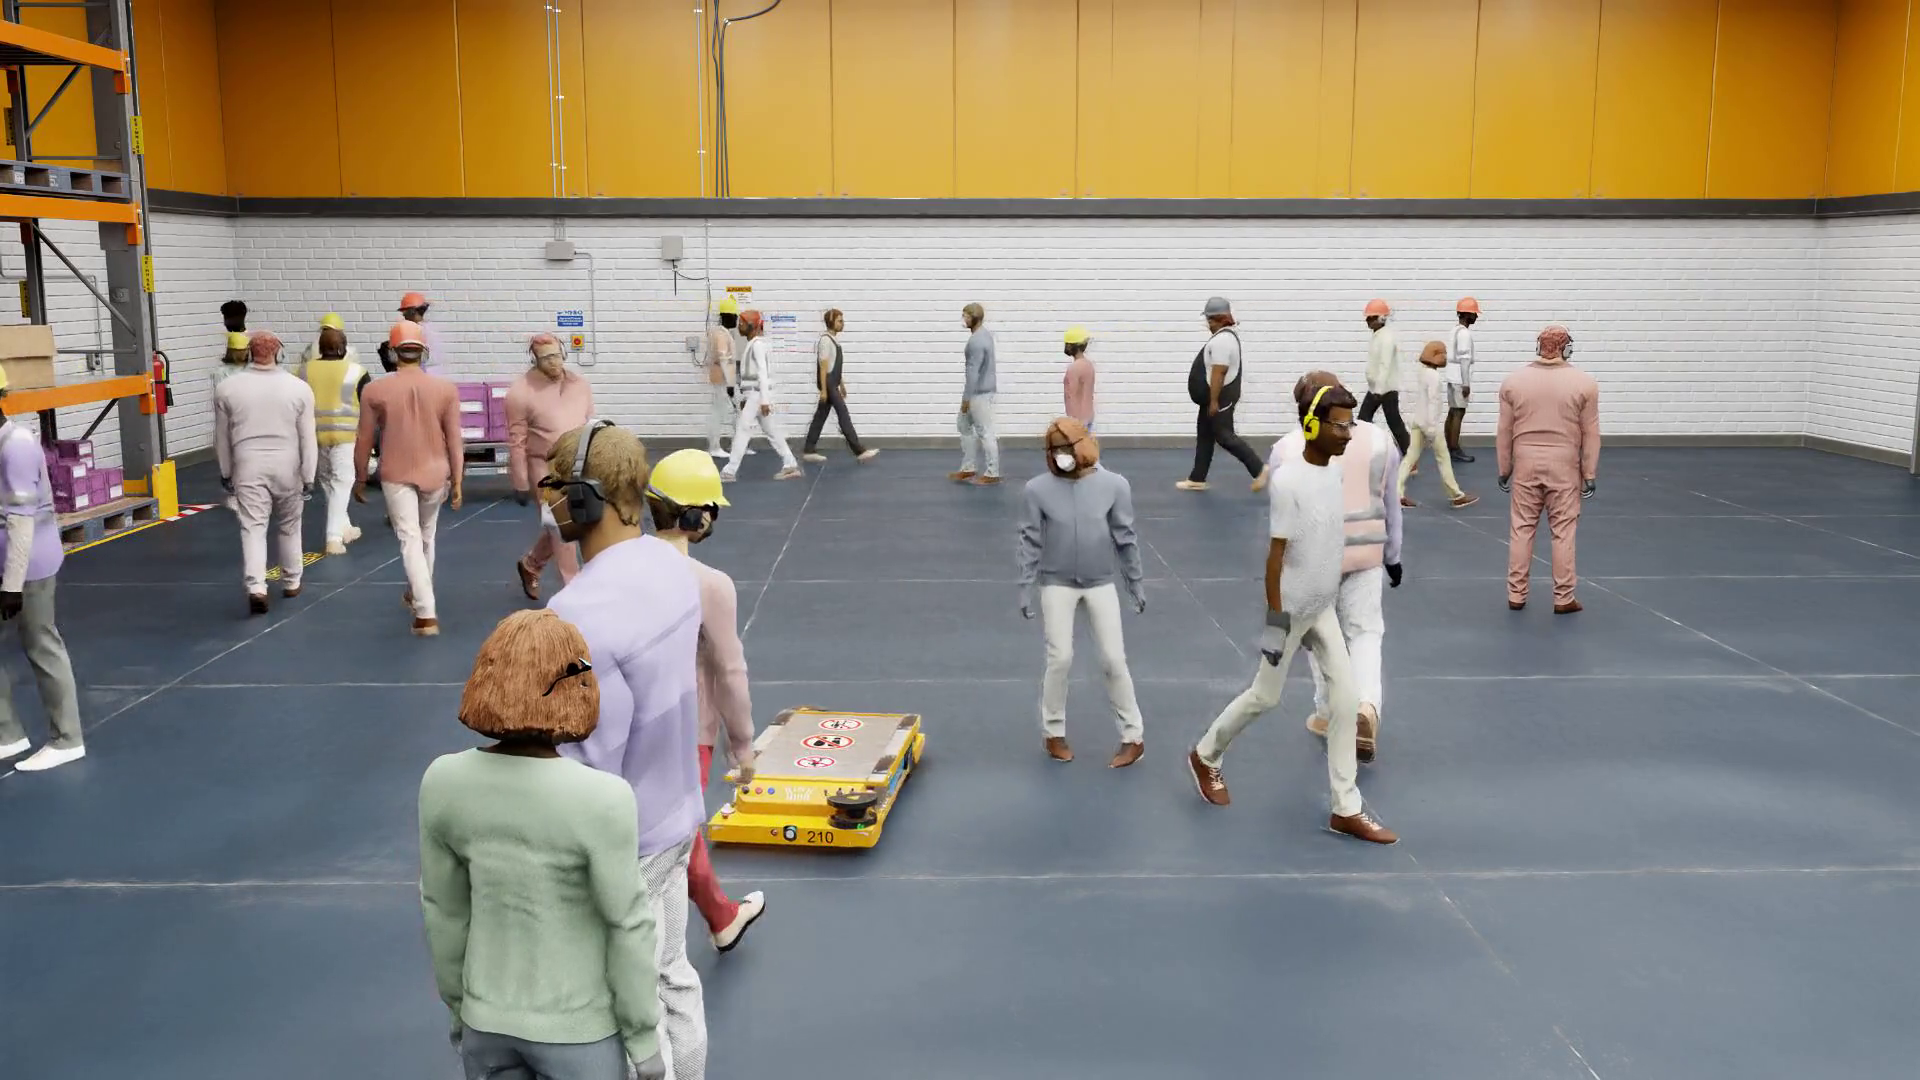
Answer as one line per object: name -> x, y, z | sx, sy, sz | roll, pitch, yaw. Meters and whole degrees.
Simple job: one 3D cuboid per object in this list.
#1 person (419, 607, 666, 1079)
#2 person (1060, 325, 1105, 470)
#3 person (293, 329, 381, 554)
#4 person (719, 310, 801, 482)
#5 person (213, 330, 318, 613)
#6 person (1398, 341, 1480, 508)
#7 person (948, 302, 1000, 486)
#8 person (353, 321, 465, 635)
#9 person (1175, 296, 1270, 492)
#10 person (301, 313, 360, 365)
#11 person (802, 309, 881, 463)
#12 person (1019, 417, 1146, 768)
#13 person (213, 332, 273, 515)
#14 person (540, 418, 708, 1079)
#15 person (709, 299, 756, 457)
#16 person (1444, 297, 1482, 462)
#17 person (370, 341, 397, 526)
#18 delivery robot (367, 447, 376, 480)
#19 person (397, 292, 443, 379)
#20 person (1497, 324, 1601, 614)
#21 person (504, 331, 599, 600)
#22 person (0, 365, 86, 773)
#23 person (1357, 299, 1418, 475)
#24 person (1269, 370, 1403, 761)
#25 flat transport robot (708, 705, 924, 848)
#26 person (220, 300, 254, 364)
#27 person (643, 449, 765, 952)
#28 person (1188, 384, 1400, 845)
person -> -0.794, 0.937, 3.209 | 0.498, 1.634, 0.279 | 4, 10, 22
person -> 1.170, -1.120, 15.485 | 0.550, 1.753, 0.528 | 4, 10, 23
person -> -5.020, -0.804, 13.421 | 0.646, 1.792, 0.969 | 0, 9, 1
person -> -2.173, -1.533, 17.768 | 0.999, 1.835, 0.600 | -2, 9, -12
person -> -4.631, -0.471, 11.125 | 0.635, 1.870, 0.960 | -4, 10, -22
person -> 4.491, -1.086, 15.729 | 0.842, 1.579, 0.519 | -1, 9, -5
person -> 0.105, -1.516, 17.373 | 0.728, 1.913, 0.655 | 1, 9, 5
person -> -3.466, -0.401, 10.482 | 0.623, 1.944, 1.019 | -6, 11, -33
person -> 2.706, -1.492, 16.863 | 0.932, 2.000, 0.687 | 2, 9, 12
person -> -6.540, -1.475, 17.478 | 0.627, 1.797, 0.796 | 1, 9, 4
person -> -1.426, -1.786, 19.408 | 0.950, 1.791, 0.533 | 0, 9, 2
person -> 0.557, 0.235, 7.624 | 0.588, 1.601, 0.350 | 0, 9, 2
person -> -6.657, -1.079, 15.406 | 0.503, 1.697, 0.911 | -9, 13, -42
person -> -0.776, 0.692, 3.785 | 0.373, 1.936, 0.638 | 1, 9, 8
person -> -2.724, -1.930, 19.939 | 0.704, 1.901, 0.624 | 0, 9, 1
person -> 5.927, -1.888, 19.607 | 0.373, 1.934, 0.551 | 0, 9, 1
person -> -4.863, -0.888, 14.327 | 0.539, 1.656, 0.859 | -7, 12, -38
delivery robot -> -6.157, -0.815, 16.966 | 0.707, 0.478, 0.477 | -7, 12, -38
person -> -5.866, -1.685, 18.116 | 0.469, 2.017, 0.649 | 0, 9, -1
person -> 3.886, -0.468, 10.994 | 0.648, 1.907, 0.401 | 6, 11, 31
person -> -2.722, -0.455, 11.032 | 0.870, 1.872, 0.645 | 8, 12, 39
person -> -4.276, 0.122, 7.383 | 0.611, 1.895, 0.654 | 8, 12, 42
person -> 4.572, -1.658, 18.227 | 1.056, 1.930, 0.622 | -1, 9, -5
person -> 1.769, 0.114, 7.749 | 0.673, 1.803, 0.793 | -1, 9, -4
flat transport robot -> -0.573, 0.979, 7.120 | 0.652, 0.197, 1.431 | 1, 9, 7
person -> -7.460, -1.515, 17.296 | 0.511, 1.937, 0.613 | -4, 10, -24
person -> -0.820, 0.578, 5.132 | 0.529, 1.716, 0.898 | 7, 11, 36
person -> 1.339, 0.268, 6.771 | 0.531, 1.824, 0.969 | -9, 13, -44
